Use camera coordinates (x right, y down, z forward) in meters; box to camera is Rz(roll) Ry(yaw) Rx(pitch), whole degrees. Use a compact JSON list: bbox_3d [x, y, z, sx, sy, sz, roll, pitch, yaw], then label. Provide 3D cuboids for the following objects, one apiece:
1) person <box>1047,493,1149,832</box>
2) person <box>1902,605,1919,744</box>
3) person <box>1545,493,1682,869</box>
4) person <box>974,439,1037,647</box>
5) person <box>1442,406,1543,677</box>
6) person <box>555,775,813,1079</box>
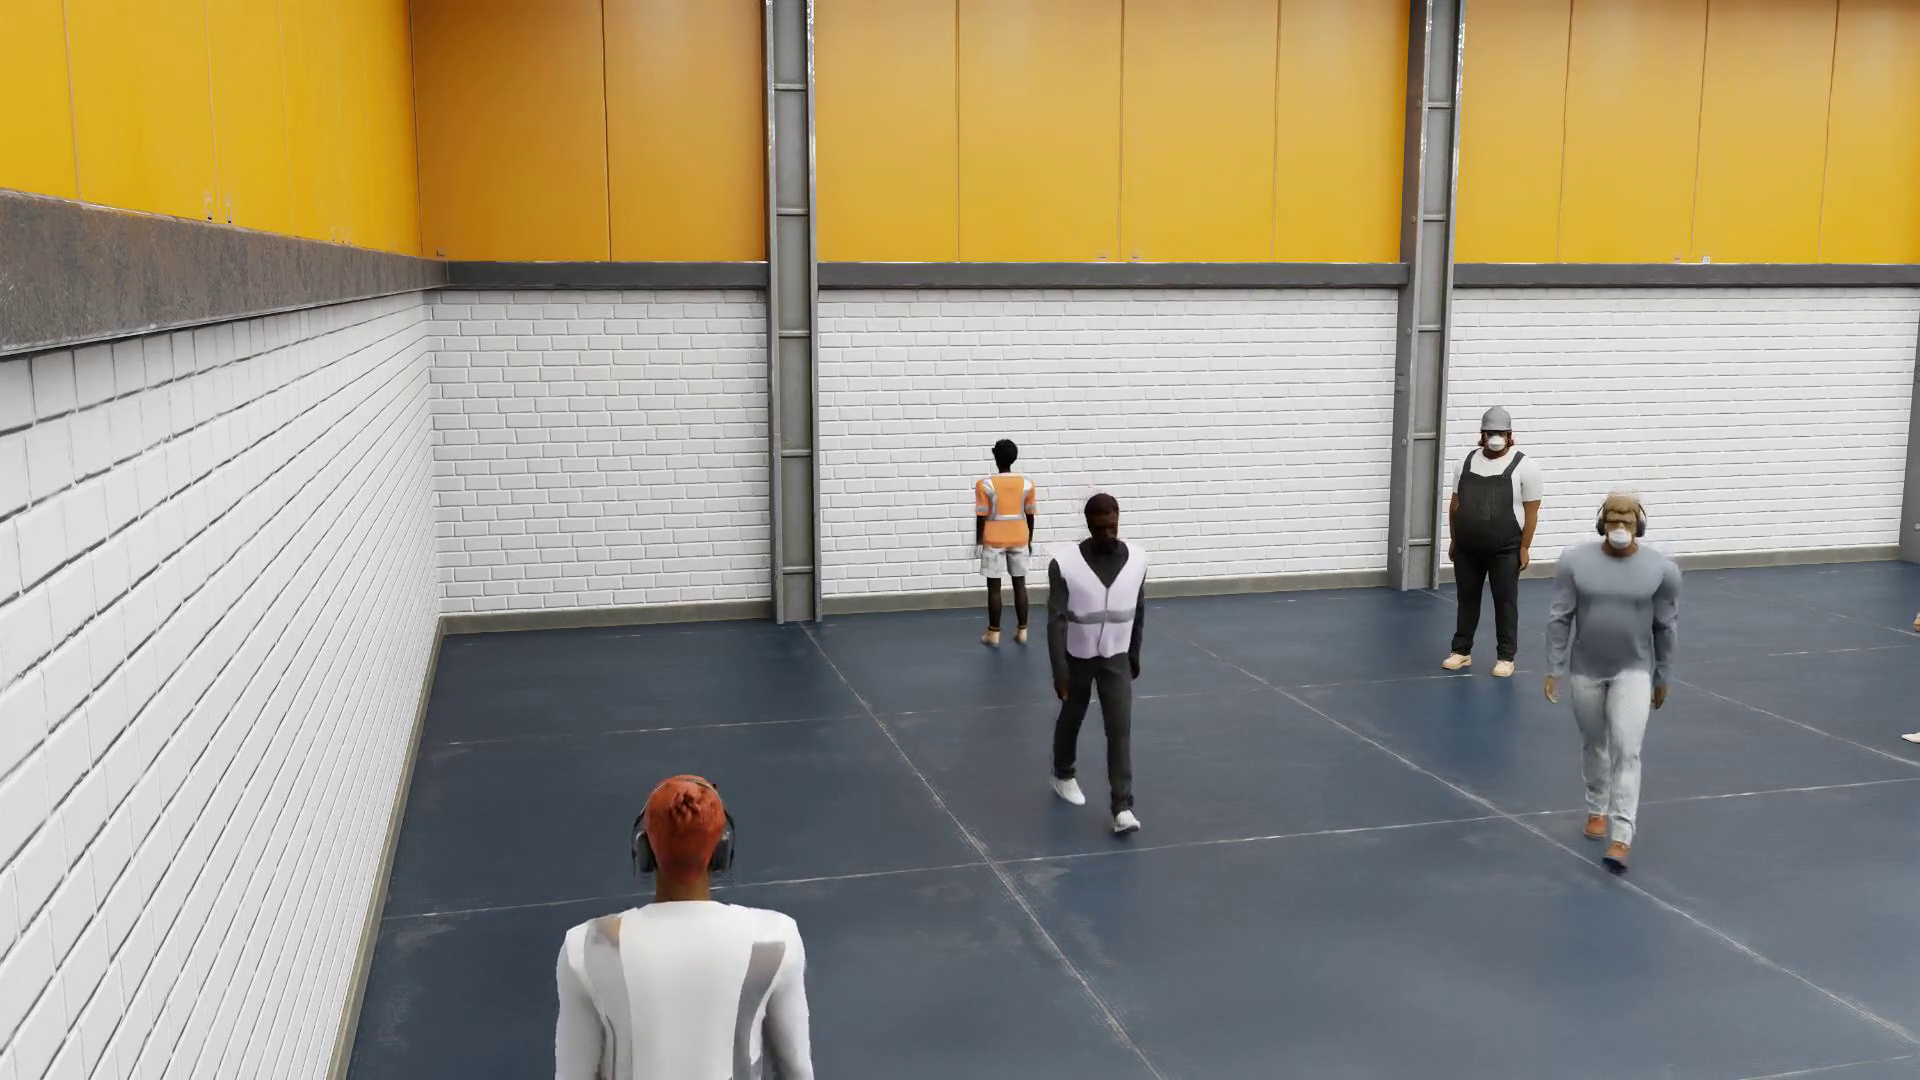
[{"bbox_3d":[0.754,0.650,9.173,0.620,1.856,1.072,-2,9,-15],"label":"person"},{"bbox_3d":[6.340,0.448,10.683,0.535,1.767,0.316,-4,10,-23],"label":"person"},{"bbox_3d":[3.348,0.711,8.601,0.629,1.896,0.988,5,10,29],"label":"person"},{"bbox_3d":[0.363,0.023,13.546,0.540,1.695,0.317,-3,10,-19],"label":"person"},{"bbox_3d":[3.987,0.008,12.574,0.686,2.000,0.538,7,12,39],"label":"person"},{"bbox_3d":[-0.656,1.467,3.984,0.621,1.872,0.472,-2,9,-13],"label":"person"}]
